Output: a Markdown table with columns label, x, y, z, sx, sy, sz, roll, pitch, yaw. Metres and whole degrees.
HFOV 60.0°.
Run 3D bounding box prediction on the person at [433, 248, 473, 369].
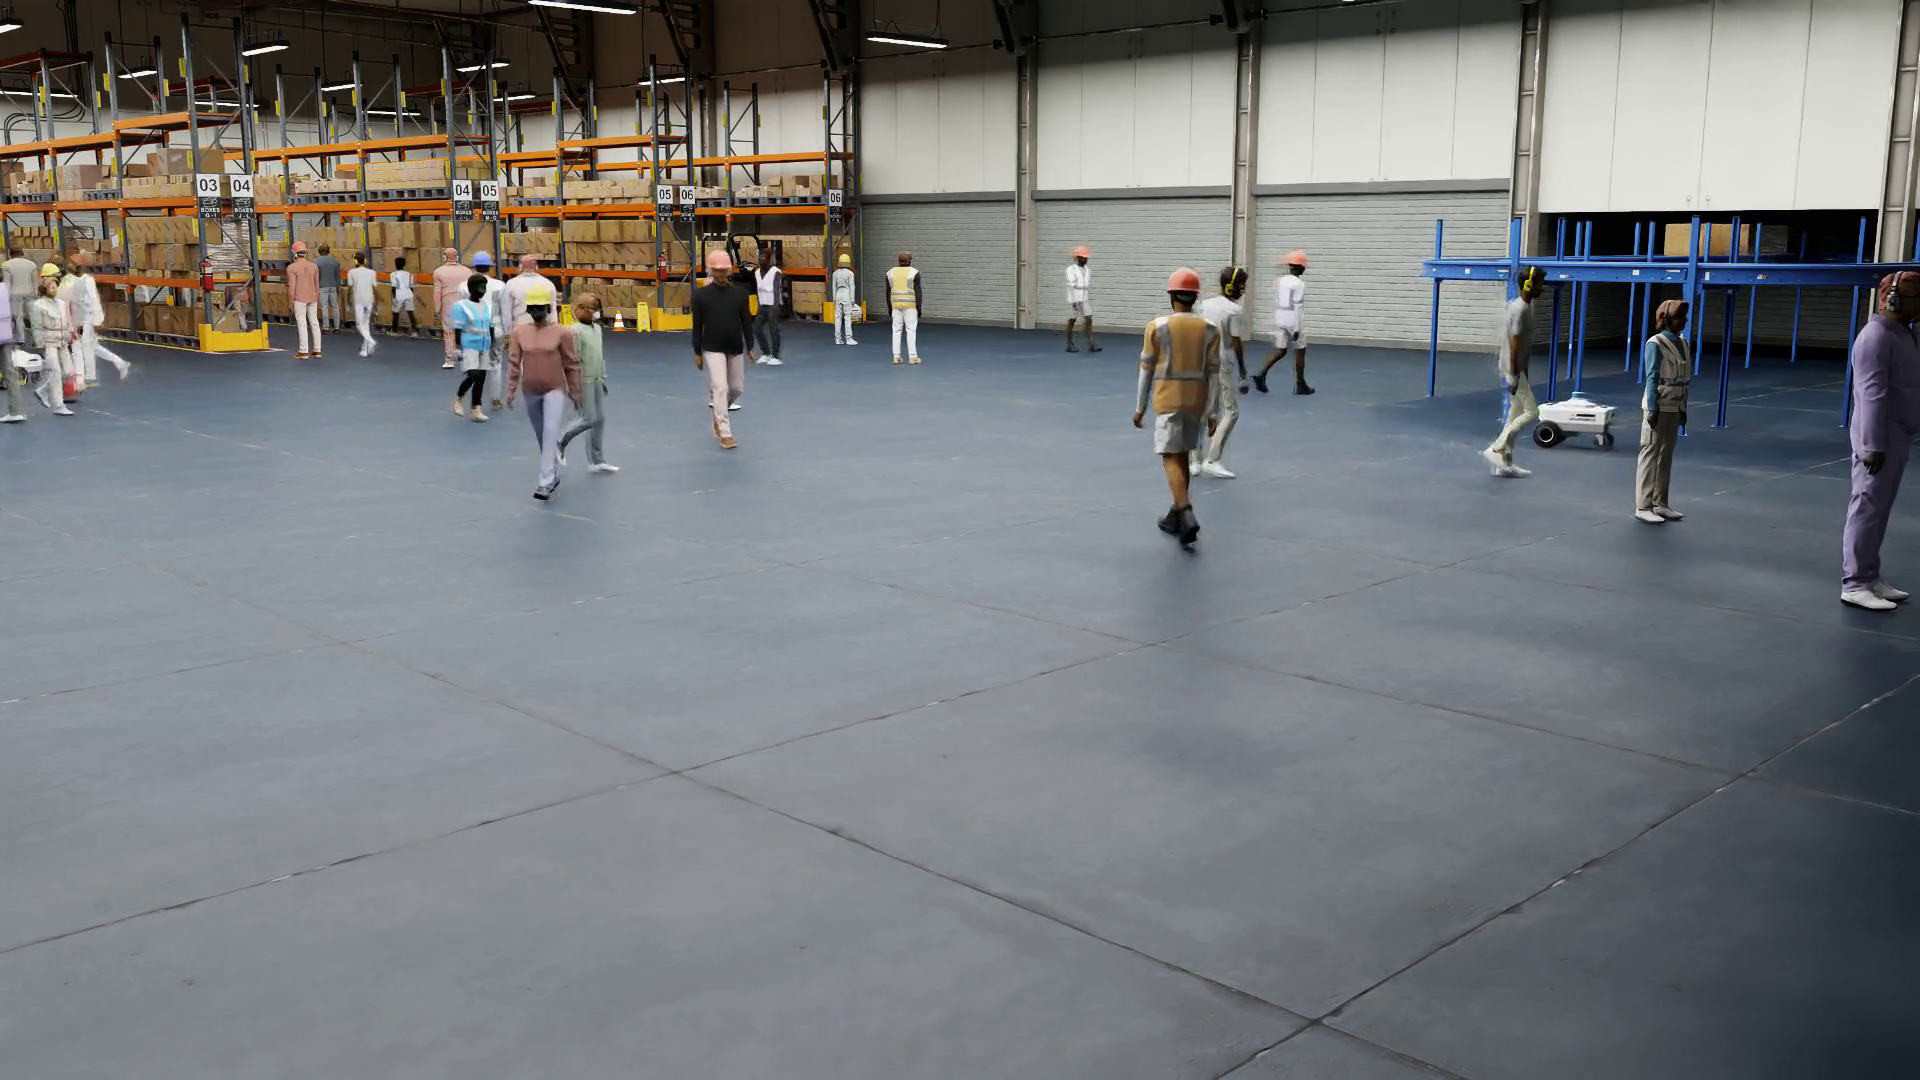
| label | x | y | z | sx | sy | sz | roll | pitch | yaw |
| --- | --- | --- | --- | --- | --- | --- | --- | --- | --- |
| person | -8.083 | -3.697 | 26.554 | 0.652 | 1.906 | 0.405 | -7 | 12 | -33 |

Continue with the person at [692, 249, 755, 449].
| label | x | y | z | sx | sy | sz | roll | pitch | yaw |
| --- | --- | --- | --- | --- | --- | --- | --- | --- | --- |
| person | -2.422 | -1.949 | 16.844 | 0.606 | 1.975 | 0.812 | -6 | 12 | -28 |

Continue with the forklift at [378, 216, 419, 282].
| label | x | y | z | sx | sy | sz | roll | pitch | yaw |
| --- | --- | --- | --- | --- | --- | --- | --- | --- | --- |
| forklift | -17.868 | -9.201 | 54.028 | 1.873 | 2.768 | 1.129 | -10 | 14 | -44 |

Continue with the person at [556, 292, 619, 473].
| label | x | y | z | sx | sy | sz | roll | pitch | yaw |
| --- | --- | --- | --- | --- | --- | --- | --- | --- | --- |
| person | -3.362 | -1.394 | 14.804 | 0.504 | 1.614 | 0.518 | 2 | 11 | 13 |

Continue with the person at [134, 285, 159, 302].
| label | x | y | z | sx | sy | sz | roll | pitch | yaw |
| --- | --- | --- | --- | --- | --- | --- | --- | --- | --- |
| person | -21.456 | -6.818 | 43.776 | 1.015 | 1.838 | 0.579 | 8 | 13 | 36 |

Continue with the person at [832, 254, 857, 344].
| label | x | y | z | sx | sy | sz | roll | pitch | yaw |
| --- | --- | --- | --- | --- | --- | --- | --- | --- | --- |
| person | -2.252 | -4.689 | 32.406 | 0.487 | 1.744 | 0.313 | 6 | 12 | 30 |

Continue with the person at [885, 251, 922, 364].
| label | x | y | z | sx | sy | sz | roll | pitch | yaw |
| --- | --- | --- | --- | --- | --- | --- | --- | --- | --- |
| person | -0.912 | -3.851 | 27.571 | 0.626 | 1.843 | 0.430 | 4 | 11 | 22 |

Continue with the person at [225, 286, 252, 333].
| label | x | y | z | sx | sy | sz | roll | pitch | yaw |
| --- | --- | --- | --- | --- | --- | --- | --- | --- | --- |
| person | -14.701 | -4.911 | 33.959 | 0.526 | 1.613 | 0.699 | -10 | 15 | -44 |

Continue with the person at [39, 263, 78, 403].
| label | x | y | z | sx | sy | sz | roll | pitch | yaw |
| --- | --- | --- | --- | --- | --- | --- | --- | --- | --- |
| person | -11.499 | -2.619 | 21.078 | 0.591 | 1.747 | 0.547 | 2 | 11 | 11 |

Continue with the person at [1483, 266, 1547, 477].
| label | x | y | z | sx | sy | sz | roll | pitch | yaw |
| --- | --- | --- | --- | --- | --- | --- | --- | --- | --- |
| person | 4.914 | -1.468 | 14.559 | 0.395 | 1.847 | 0.529 | 4 | 11 | 20 |

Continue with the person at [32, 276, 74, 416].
| label | x | y | z | sx | sy | sz | roll | pitch | yaw |
| --- | --- | --- | --- | --- | --- | --- | --- | --- | --- |
| person | -10.746 | -2.290 | 19.624 | 0.496 | 1.629 | 0.526 | 2 | 11 | 9 |

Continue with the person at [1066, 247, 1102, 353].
| label | x | y | z | sx | sy | sz | roll | pitch | yaw |
| --- | --- | --- | --- | --- | --- | --- | --- | --- | --- |
| person | 2.225 | -4.321 | 30.000 | 0.552 | 1.894 | 0.916 | -7 | 13 | -34 |

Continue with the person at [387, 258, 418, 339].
| label | x | y | z | sx | sy | sz | roll | pitch | yaw |
| --- | --- | --- | --- | --- | --- | --- | --- | --- | --- |
| person | -11.452 | -4.961 | 34.135 | 0.878 | 1.640 | 0.548 | 9 | 14 | 40 |

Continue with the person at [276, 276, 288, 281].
| label | x | y | z | sx | sy | sz | roll | pitch | yaw |
| --- | --- | --- | --- | --- | --- | --- | --- | --- | --- |
| person | -17.683 | -6.806 | 43.740 | 0.430 | 1.820 | 0.594 | 9 | 14 | 41 |

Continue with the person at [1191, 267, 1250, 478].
| label | x | y | z | sx | sy | sz | roll | pitch | yaw |
| --- | --- | --- | --- | --- | --- | --- | --- | --- | --- |
| person | 2.266 | -1.471 | 14.656 | 0.397 | 1.835 | 0.589 | -7 | 12 | -32 |

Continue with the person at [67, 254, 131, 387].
| label | x | y | z | sx | sy | sz | roll | pitch | yaw |
| --- | --- | --- | --- | --- | --- | --- | --- | --- | --- |
| person | -12.184 | -3.107 | 23.487 | 0.732 | 1.859 | 0.590 | -9 | 14 | -40 |

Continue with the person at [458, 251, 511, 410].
| label | x | y | z | sx | sy | sz | roll | pitch | yaw |
| --- | --- | --- | --- | --- | --- | --- | --- | --- | --- |
| person | -5.738 | -2.516 | 20.063 | 0.621 | 1.925 | 0.738 | -1 | 10 | -4 |

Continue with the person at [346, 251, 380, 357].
| label | x | y | z | sx | sy | sz | roll | pitch | yaw |
| --- | --- | --- | --- | --- | --- | --- | --- | --- | --- |
| person | -10.374 | -4.104 | 28.961 | 0.524 | 1.839 | 0.709 | -9 | 14 | -40 |

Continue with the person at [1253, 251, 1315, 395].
| label | x | y | z | sx | sy | sz | roll | pitch | yaw |
| --- | --- | --- | --- | --- | --- | --- | --- | --- | --- |
| person | 4.352 | -2.892 | 22.171 | 0.846 | 1.915 | 0.551 | -5 | 11 | -24 |

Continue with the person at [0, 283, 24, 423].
| label | x | y | z | sx | sy | sz | roll | pitch | yaw |
| --- | --- | --- | --- | --- | --- | --- | --- | --- | --- |
| person | -11.043 | -2.272 | 18.810 | 0.850 | 1.893 | 0.590 | 2 | 11 | 11 |

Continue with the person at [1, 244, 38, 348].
| label | x | y | z | sx | sy | sz | roll | pitch | yaw |
| --- | --- | --- | --- | --- | --- | --- | --- | --- | --- |
| person | -17.800 | -4.625 | 31.535 | 0.377 | 1.936 | 0.628 | 9 | 14 | 40 |

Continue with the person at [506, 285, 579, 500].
| label | x | y | z | sx | sy | sz | roll | pitch | yaw |
| --- | --- | --- | --- | --- | --- | --- | --- | --- | --- |
| person | -3.384 | -1.203 | 13.483 | 0.542 | 1.715 | 0.950 | 1 | 10 | 4 |

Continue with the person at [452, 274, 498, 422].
| label | x | y | z | sx | sy | sz | roll | pitch | yaw |
| --- | --- | --- | --- | --- | --- | --- | --- | --- | --- |
| person | -5.536 | -2.188 | 18.953 | 0.403 | 1.678 | 0.533 | 7 | 13 | 34 |

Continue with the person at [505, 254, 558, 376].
| label | x | y | z | sx | sy | sz | roll | pitch | yaw |
| --- | --- | --- | --- | --- | --- | --- | --- | --- | --- |
| person | -5.326 | -2.617 | 20.730 | 0.653 | 1.880 | 0.781 | -5 | 12 | -27 |

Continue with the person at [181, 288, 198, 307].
| label | x | y | z | sx | sy | sz | roll | pitch | yaw |
| --- | --- | --- | --- | --- | --- | --- | --- | --- | --- |
| person | -18.427 | -6.112 | 39.812 | 0.608 | 1.878 | 0.981 | -6 | 12 | -32 |

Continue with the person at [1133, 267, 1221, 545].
| label | x | y | z | sx | sy | sz | roll | pitch | yaw |
| --- | --- | --- | --- | --- | --- | --- | --- | --- | --- |
| person | 1.553 | -0.933 | 11.528 | 0.547 | 1.901 | 0.927 | -3 | 11 | -15 |

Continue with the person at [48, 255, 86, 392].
| label | x | y | z | sx | sy | sz | roll | pitch | yaw |
| --- | --- | --- | --- | --- | --- | --- | --- | --- | --- |
| person | -12.165 | -2.927 | 22.543 | 0.625 | 1.841 | 0.429 | 1 | 10 | 4 |

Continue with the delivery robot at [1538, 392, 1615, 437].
| label | x | y | z | sx | sy | sz | roll | pitch | yaw |
| --- | --- | --- | --- | --- | --- | --- | --- | --- | --- |
| delivery robot | 6.203 | -1.246 | 16.739 | 0.707 | 0.478 | 0.477 | 6 | 12 | 30 |

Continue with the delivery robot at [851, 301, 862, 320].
| label | x | y | z | sx | sy | sz | roll | pitch | yaw |
| --- | --- | --- | --- | --- | --- | --- | --- | --- | --- |
| delivery robot | -2.557 | -5.479 | 39.820 | 0.477 | 0.478 | 0.707 | -2 | 10 | -10 |

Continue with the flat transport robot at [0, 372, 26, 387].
| label | x | y | z | sx | sy | sz | roll | pitch | yaw |
| --- | --- | --- | --- | --- | --- | --- | --- | --- | --- |
| flat transport robot | -13.553 | -2.157 | 22.733 | 0.652 | 0.197 | 1.431 | 1 | 11 | 8 |

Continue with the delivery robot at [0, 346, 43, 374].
| label | x | y | z | sx | sy | sz | roll | pitch | yaw |
| --- | --- | --- | --- | --- | --- | --- | --- | --- | --- |
| delivery robot | -13.476 | -2.534 | 23.763 | 0.477 | 0.478 | 0.707 | 1 | 10 | 7 |

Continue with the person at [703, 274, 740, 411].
| label | x | y | z | sx | sy | sz | roll | pitch | yaw |
| --- | --- | --- | --- | --- | --- | --- | --- | --- | --- |
| person | -2.912 | -2.550 | 20.302 | 0.409 | 1.907 | 0.649 | -4 | 11 | -19 |

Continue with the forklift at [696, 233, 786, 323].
| label | x | y | z | sx | sy | sz | roll | pitch | yaw |
| --- | --- | --- | --- | --- | --- | --- | --- | --- | --- |
| forklift | -5.496 | -6.489 | 41.108 | 2.313 | 2.155 | 1.214 | -10 | 14 | -44 |

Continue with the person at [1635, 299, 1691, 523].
| label | x | y | z | sx | sy | sz | roll | pitch | yaw |
| --- | --- | --- | --- | --- | --- | --- | --- | --- | --- |
| person | 5.229 | -0.960 | 12.347 | 0.514 | 1.645 | 0.309 | -9 | 14 | -41 |

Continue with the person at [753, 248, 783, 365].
| label | x | y | z | sx | sy | sz | roll | pitch | yaw |
| --- | --- | --- | --- | --- | --- | --- | --- | --- | --- |
| person | -3.160 | -3.822 | 27.260 | 0.605 | 1.900 | 0.524 | 8 | 13 | 38 |

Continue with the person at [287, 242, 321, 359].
| label | x | y | z | sx | sy | sz | roll | pitch | yaw |
| --- | --- | --- | --- | --- | --- | --- | --- | --- | --- |
| person | -11.323 | -4.134 | 28.693 | 0.382 | 1.996 | 0.608 | 7 | 12 | 33 |

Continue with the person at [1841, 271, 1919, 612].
| label | x | y | z | sx | sy | sz | roll | pitch | yaw |
| --- | --- | --- | --- | --- | --- | --- | --- | --- | --- |
| person | 5.303 | -0.570 | 9.503 | 0.407 | 1.908 | 0.641 | 8 | 13 | 39 |

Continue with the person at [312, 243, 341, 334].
| label | x | y | z | sx | sy | sz | roll | pitch | yaw |
| --- | --- | --- | --- | --- | --- | --- | --- | --- | --- |
| person | -13.615 | -5.401 | 35.760 | 0.372 | 1.940 | 0.632 | 9 | 13 | 39 |
